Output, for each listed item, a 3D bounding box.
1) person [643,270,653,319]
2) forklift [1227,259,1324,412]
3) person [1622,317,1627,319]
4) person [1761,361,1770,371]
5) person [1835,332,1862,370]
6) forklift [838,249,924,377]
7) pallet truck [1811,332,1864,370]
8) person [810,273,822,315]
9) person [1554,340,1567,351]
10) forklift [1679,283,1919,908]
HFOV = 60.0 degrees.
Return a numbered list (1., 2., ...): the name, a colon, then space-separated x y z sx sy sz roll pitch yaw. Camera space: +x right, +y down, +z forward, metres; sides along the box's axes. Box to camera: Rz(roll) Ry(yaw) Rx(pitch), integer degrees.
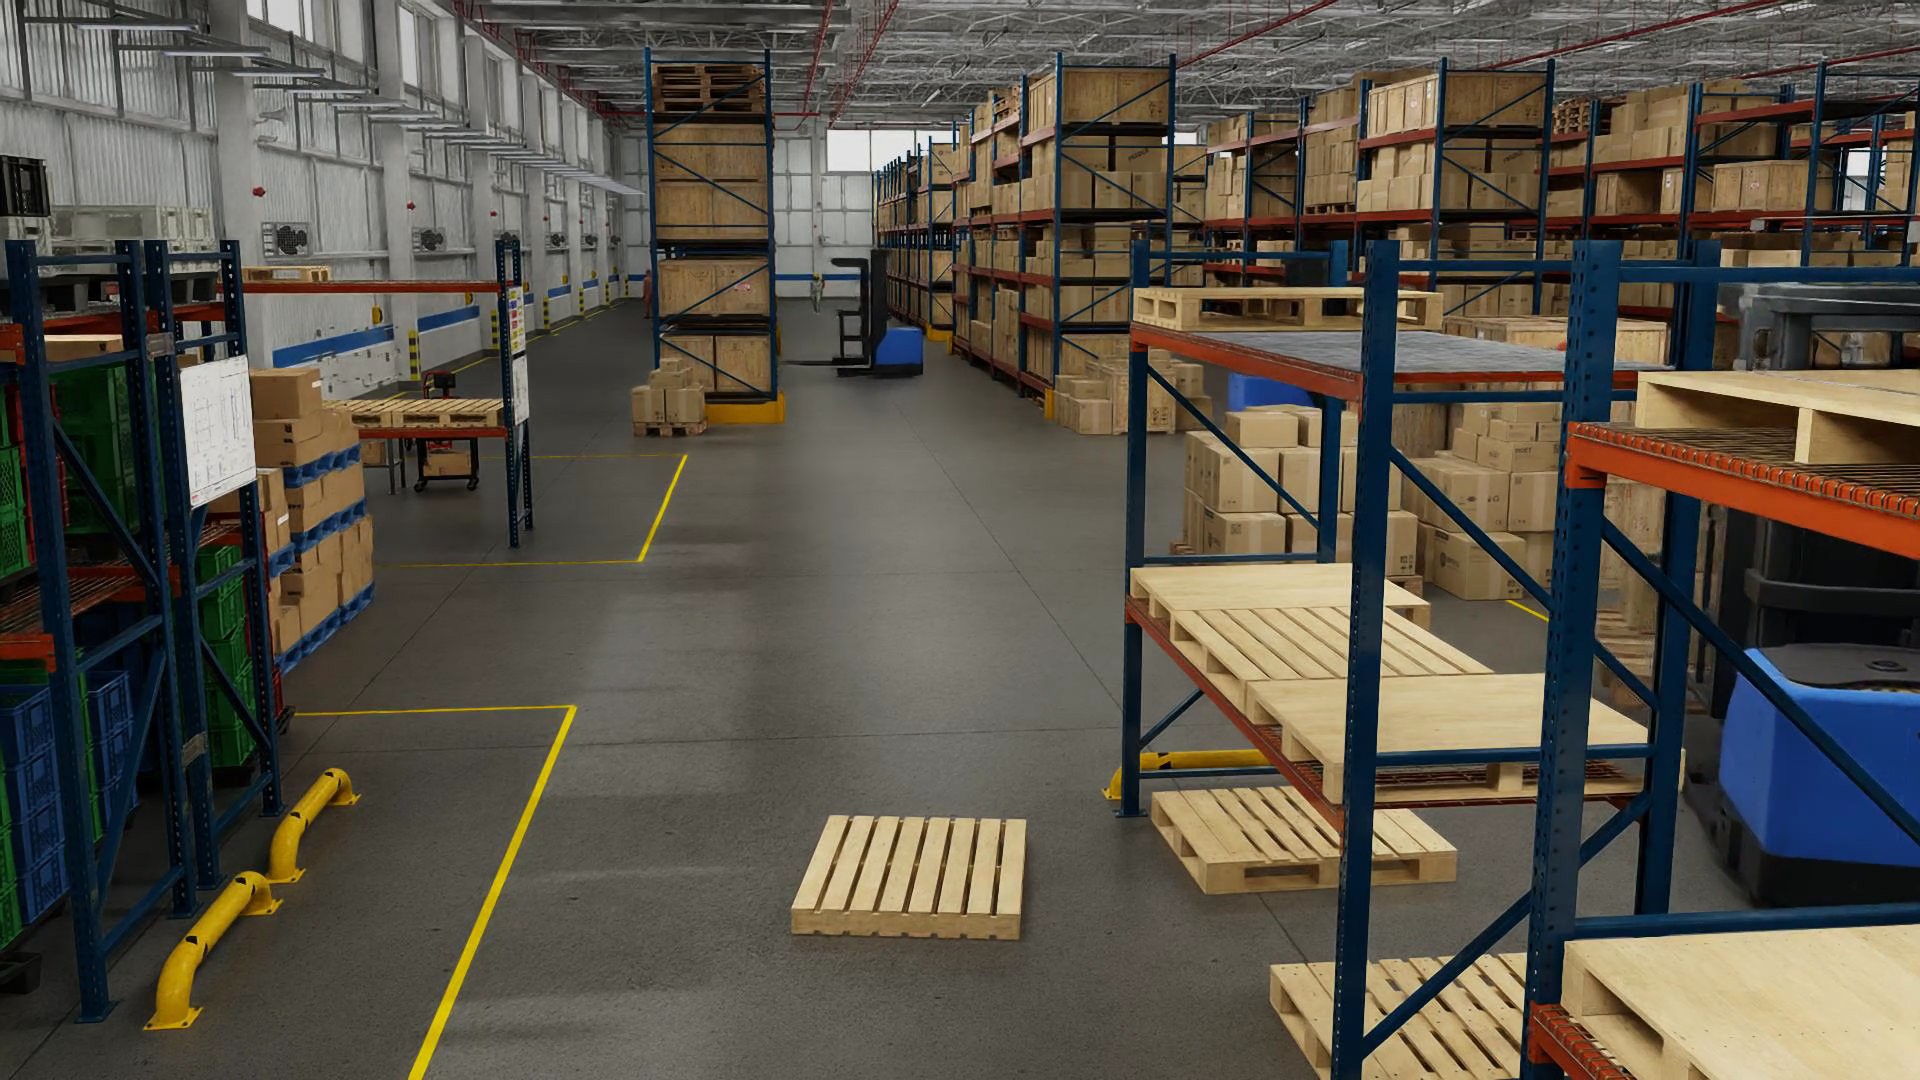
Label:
1. person: -12.039 -9.527 64.468 0.401 1.894 0.653 8 13 38
2. forklift: 4.919 -2.743 24.132 1.873 2.768 1.129 -1 10 -6
3. person: 9.522 -2.266 24.151 0.436 1.916 0.579 -2 10 -11
4. person: 9.569 -1.414 19.428 0.568 1.919 0.641 -4 11 -19
5. person: 15.026 -2.925 27.978 1.061 1.881 0.541 7 12 35
6. forklift: -1.774 -5.037 36.843 1.873 2.768 1.129 -1 10 -5
7. pallet truck: 15.846 -3.142 28.793 1.885 1.965 0.823 2 10 12
8. person: -5.826 -9.988 67.498 0.485 1.714 0.777 0 10 1
9. person: 6.721 -1.276 18.627 1.054 1.927 0.641 -6 12 -28
10. forklift: 4.290 0.178 7.949 1.129 2.768 1.873 2 10 13
